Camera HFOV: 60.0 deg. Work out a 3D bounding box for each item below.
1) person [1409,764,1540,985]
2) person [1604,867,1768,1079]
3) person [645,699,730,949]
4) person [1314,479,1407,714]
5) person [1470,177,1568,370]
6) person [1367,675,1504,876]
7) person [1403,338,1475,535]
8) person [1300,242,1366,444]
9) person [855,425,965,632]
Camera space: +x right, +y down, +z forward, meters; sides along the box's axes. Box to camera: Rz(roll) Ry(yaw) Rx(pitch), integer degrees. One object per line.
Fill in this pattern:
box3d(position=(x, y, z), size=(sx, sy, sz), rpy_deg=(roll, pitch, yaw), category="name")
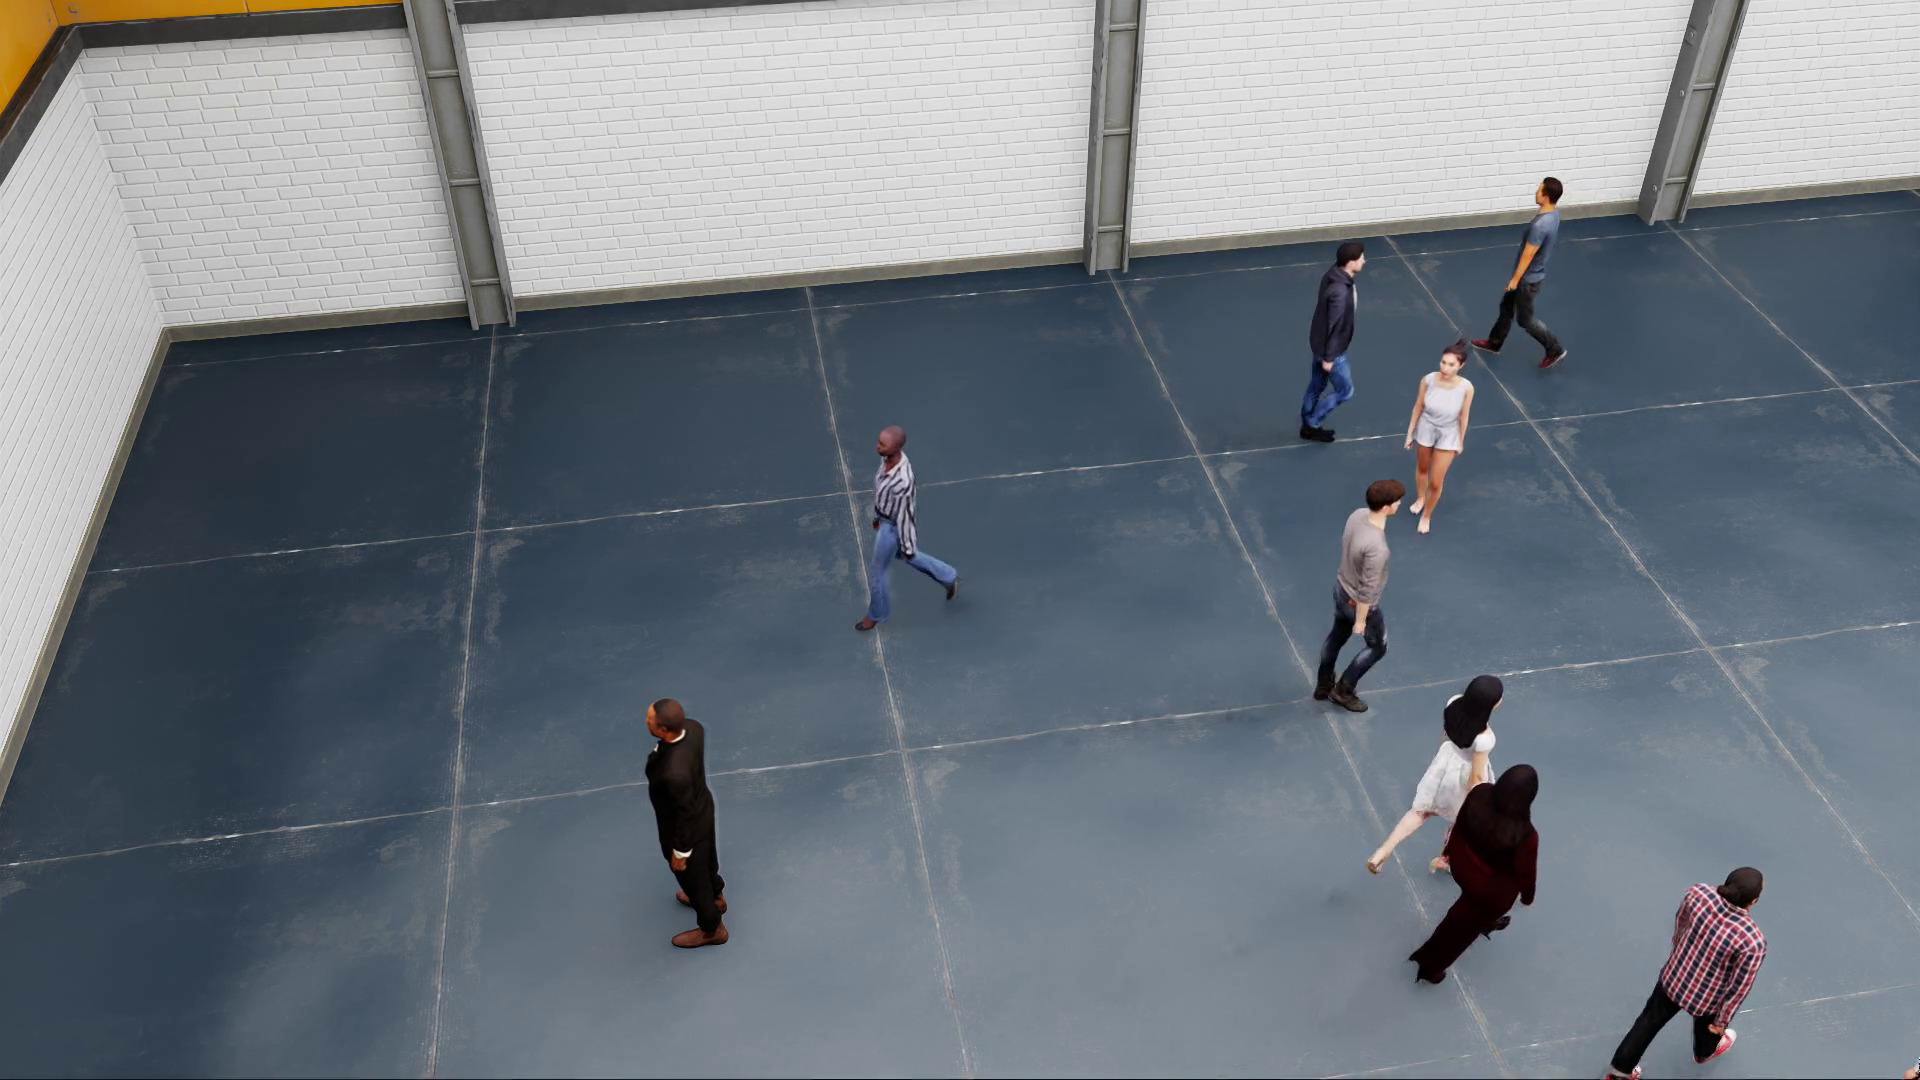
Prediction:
box3d(position=(2.885, 1.951, 9.434), size=(1.124, 1.717, 0.842), rpy_deg=(-15, 41, -18), category="person")
box3d(position=(3.876, 2.392, 8.884), size=(1.234, 1.715, 0.970), rpy_deg=(-20, 43, -23), category="person")
box3d(position=(-1.587, 1.637, 9.678), size=(0.671, 1.904, 0.753), rpy_deg=(1, 39, 1), category="person")
box3d(position=(2.607, 0.394, 11.241), size=(0.608, 1.894, 0.667), rpy_deg=(-6, 39, -8), category="person")
box3d(position=(5.128, -2.321, 14.729), size=(1.193, 1.785, 1.051), rpy_deg=(17, 42, 20), category="person")
box3d(position=(2.898, 1.482, 9.990), size=(1.030, 1.757, 0.739), rpy_deg=(-12, 40, -15), category="person")
box3d(position=(3.779, -0.872, 13.067), size=(0.791, 1.594, 0.845), rpy_deg=(21, 43, 24), category="person")
box3d(position=(2.971, -1.614, 13.767), size=(0.712, 1.880, 0.760), rpy_deg=(2, 39, 3), category="person")
box3d(position=(-0.376, -0.099, 11.965), size=(1.071, 1.762, 0.643), rpy_deg=(-8, 39, -10), category="person")
